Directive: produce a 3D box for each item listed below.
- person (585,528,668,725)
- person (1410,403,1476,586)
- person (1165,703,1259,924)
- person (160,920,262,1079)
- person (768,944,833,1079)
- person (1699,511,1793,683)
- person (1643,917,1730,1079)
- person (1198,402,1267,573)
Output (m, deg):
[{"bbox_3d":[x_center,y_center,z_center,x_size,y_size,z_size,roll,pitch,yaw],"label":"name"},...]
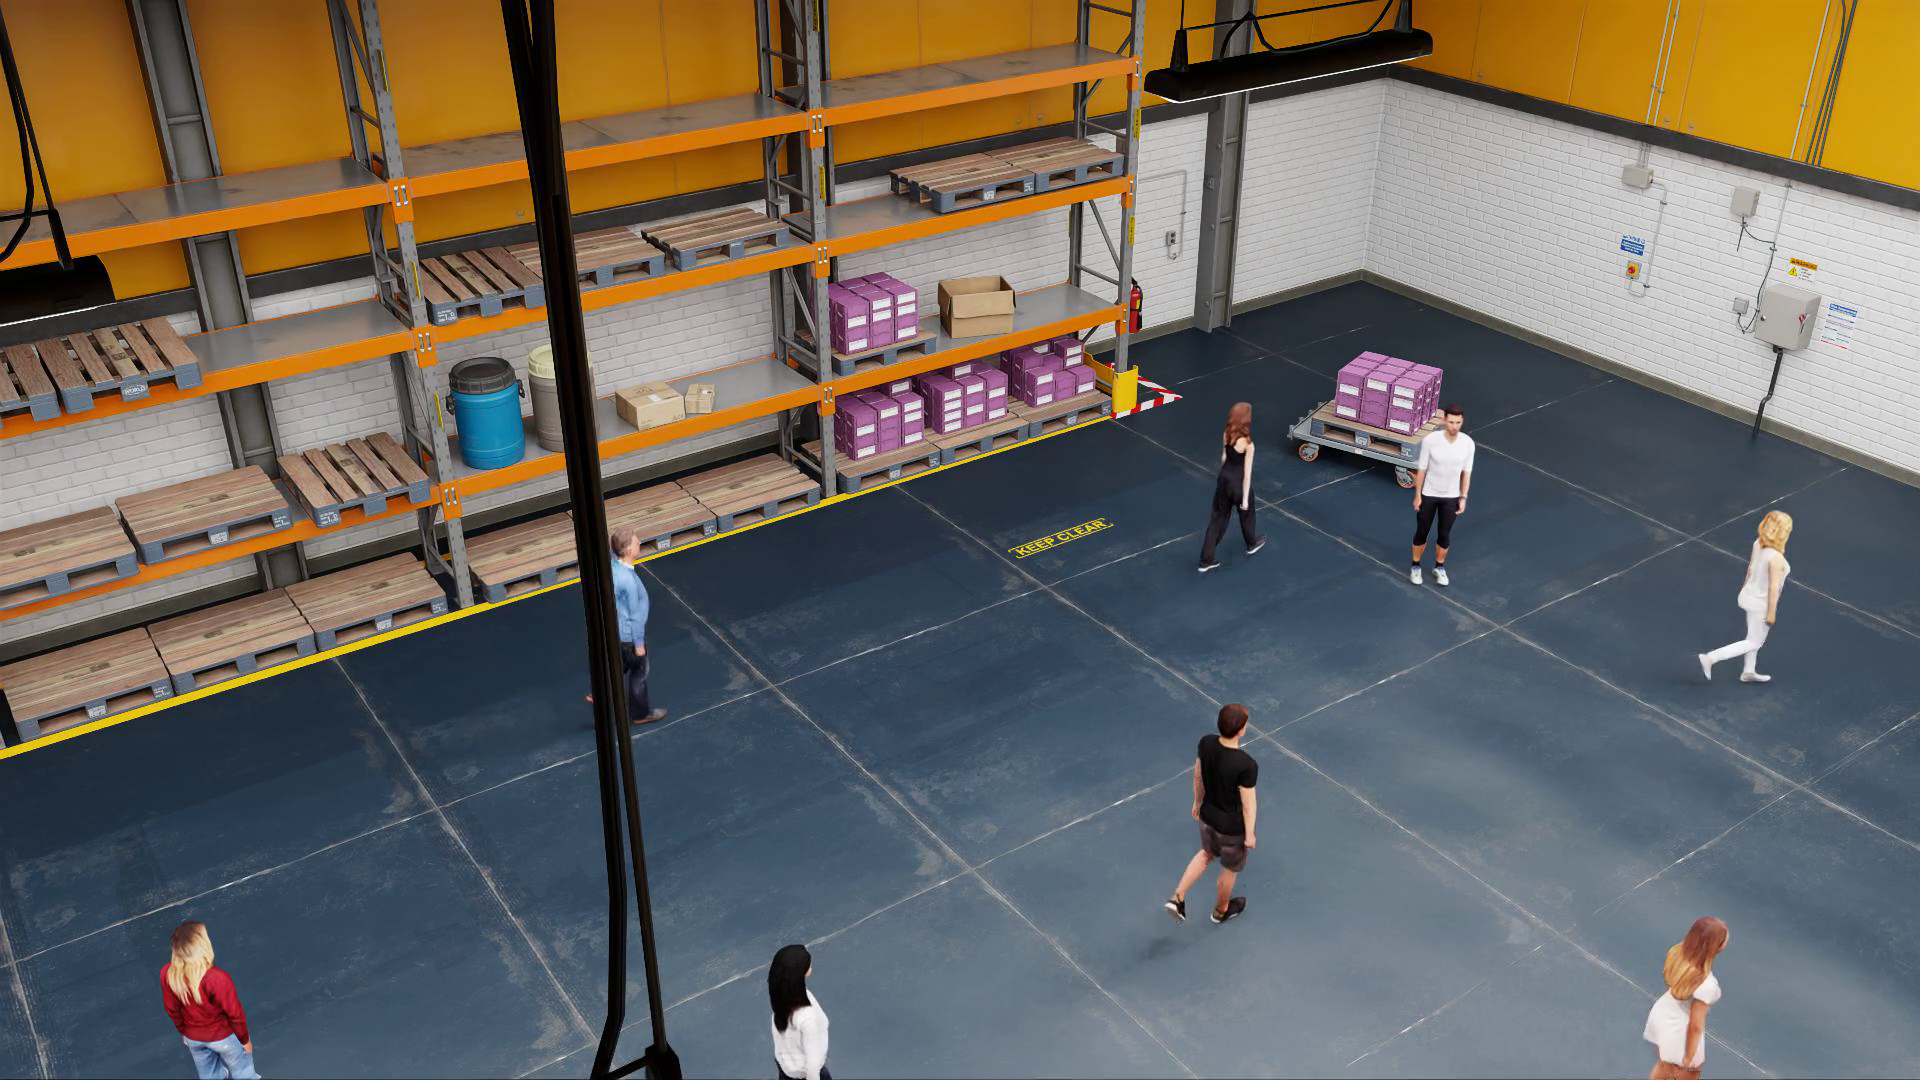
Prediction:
[{"bbox_3d":[-2.795,0.740,13.617,0.928,1.803,0.745,-13,31,-23],"label":"person"},{"bbox_3d":[4.540,-0.447,15.744,0.724,1.849,0.791,4,29,7],"label":"person"},{"bbox_3d":[1.747,1.930,11.389,0.947,1.846,0.684,-20,35,-32],"label":"person"},{"bbox_3d":[-4.398,2.908,9.817,0.657,1.634,0.726,4,29,7],"label":"person"},{"bbox_3d":[-0.987,3.027,9.558,0.928,1.675,0.641,-19,34,-31],"label":"person"},{"bbox_3d":[6.733,0.519,14.173,1.006,1.657,0.913,2,29,3],"label":"person"},{"bbox_3d":[4.143,2.895,9.792,0.884,1.683,0.775,-3,29,-6],"label":"person"},{"bbox_3d":[2.548,-0.470,15.948,1.139,1.694,0.673,-22,35,-34],"label":"person"}]
